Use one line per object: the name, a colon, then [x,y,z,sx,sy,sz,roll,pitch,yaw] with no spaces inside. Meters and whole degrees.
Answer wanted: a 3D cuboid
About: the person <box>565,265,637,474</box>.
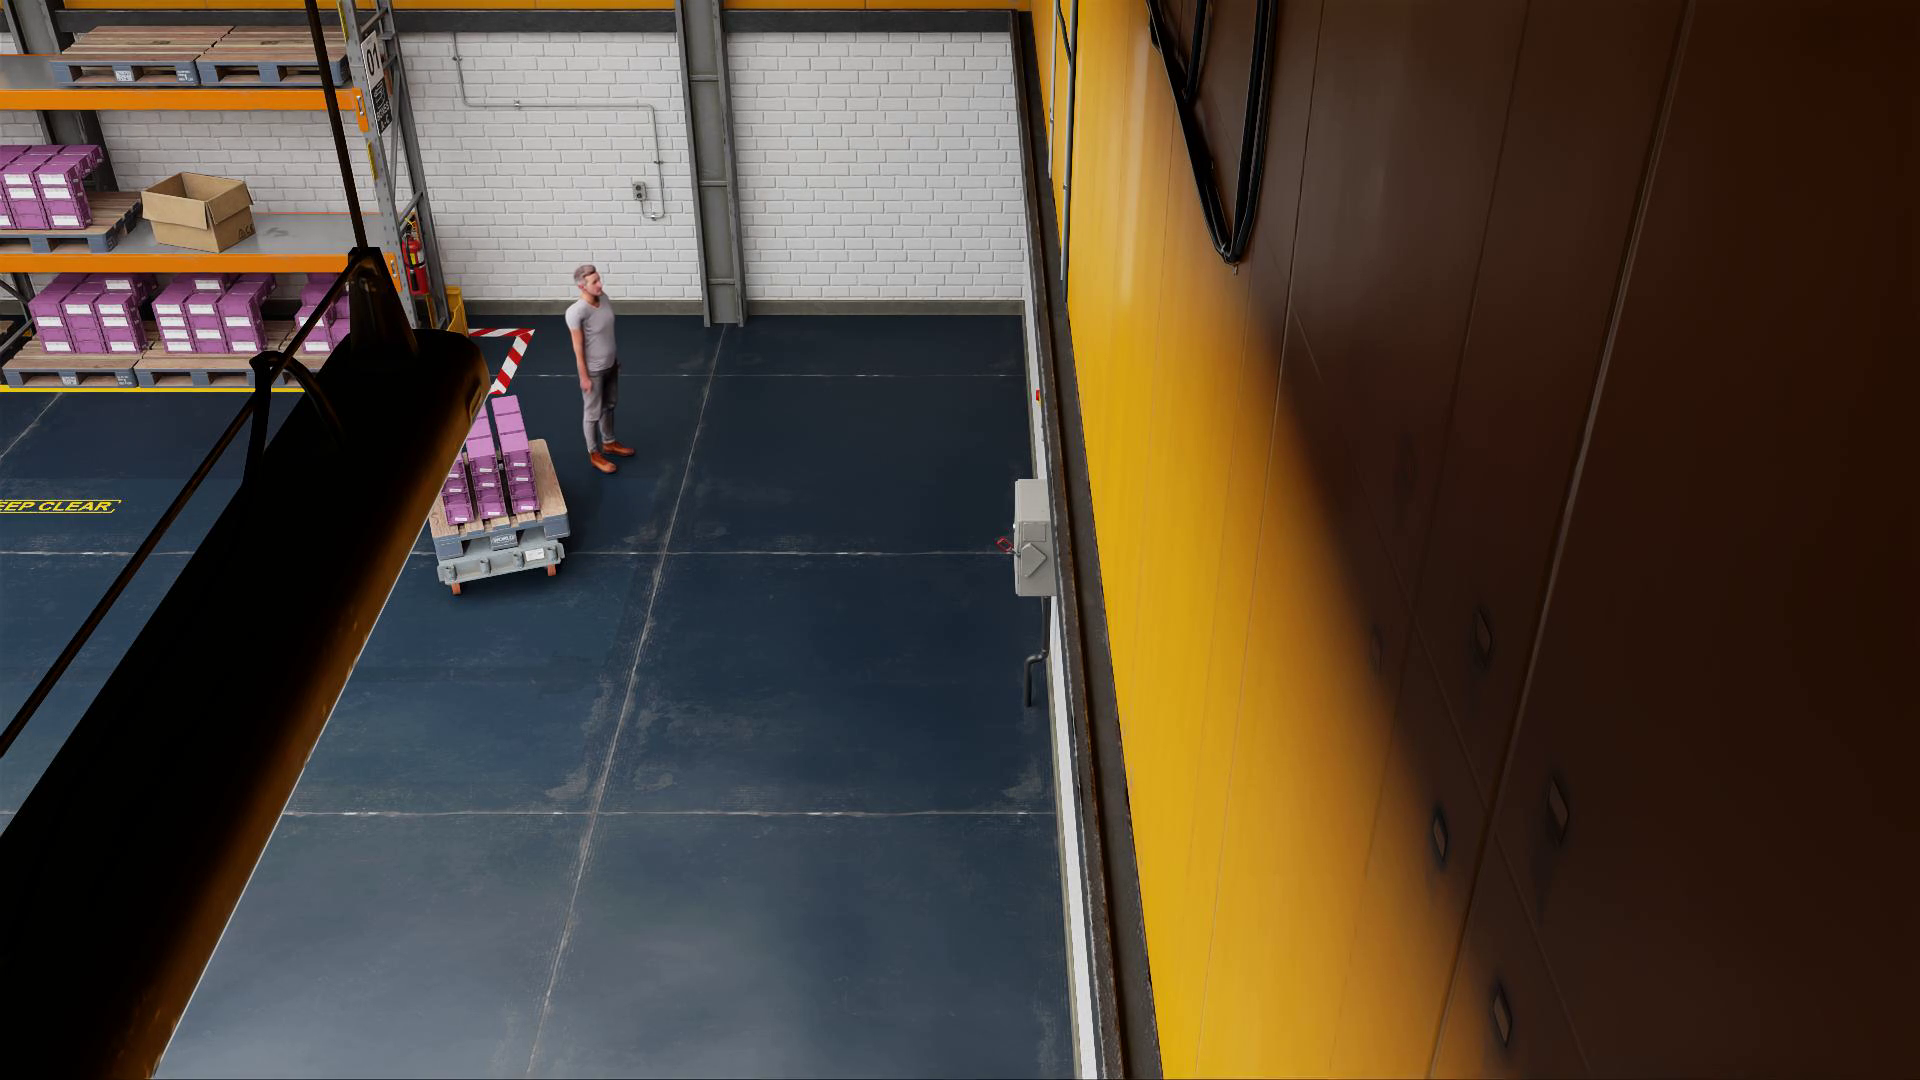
person: [-3.051,-1.466,13.935,0.699,1.832,0.765,12,35,17]
